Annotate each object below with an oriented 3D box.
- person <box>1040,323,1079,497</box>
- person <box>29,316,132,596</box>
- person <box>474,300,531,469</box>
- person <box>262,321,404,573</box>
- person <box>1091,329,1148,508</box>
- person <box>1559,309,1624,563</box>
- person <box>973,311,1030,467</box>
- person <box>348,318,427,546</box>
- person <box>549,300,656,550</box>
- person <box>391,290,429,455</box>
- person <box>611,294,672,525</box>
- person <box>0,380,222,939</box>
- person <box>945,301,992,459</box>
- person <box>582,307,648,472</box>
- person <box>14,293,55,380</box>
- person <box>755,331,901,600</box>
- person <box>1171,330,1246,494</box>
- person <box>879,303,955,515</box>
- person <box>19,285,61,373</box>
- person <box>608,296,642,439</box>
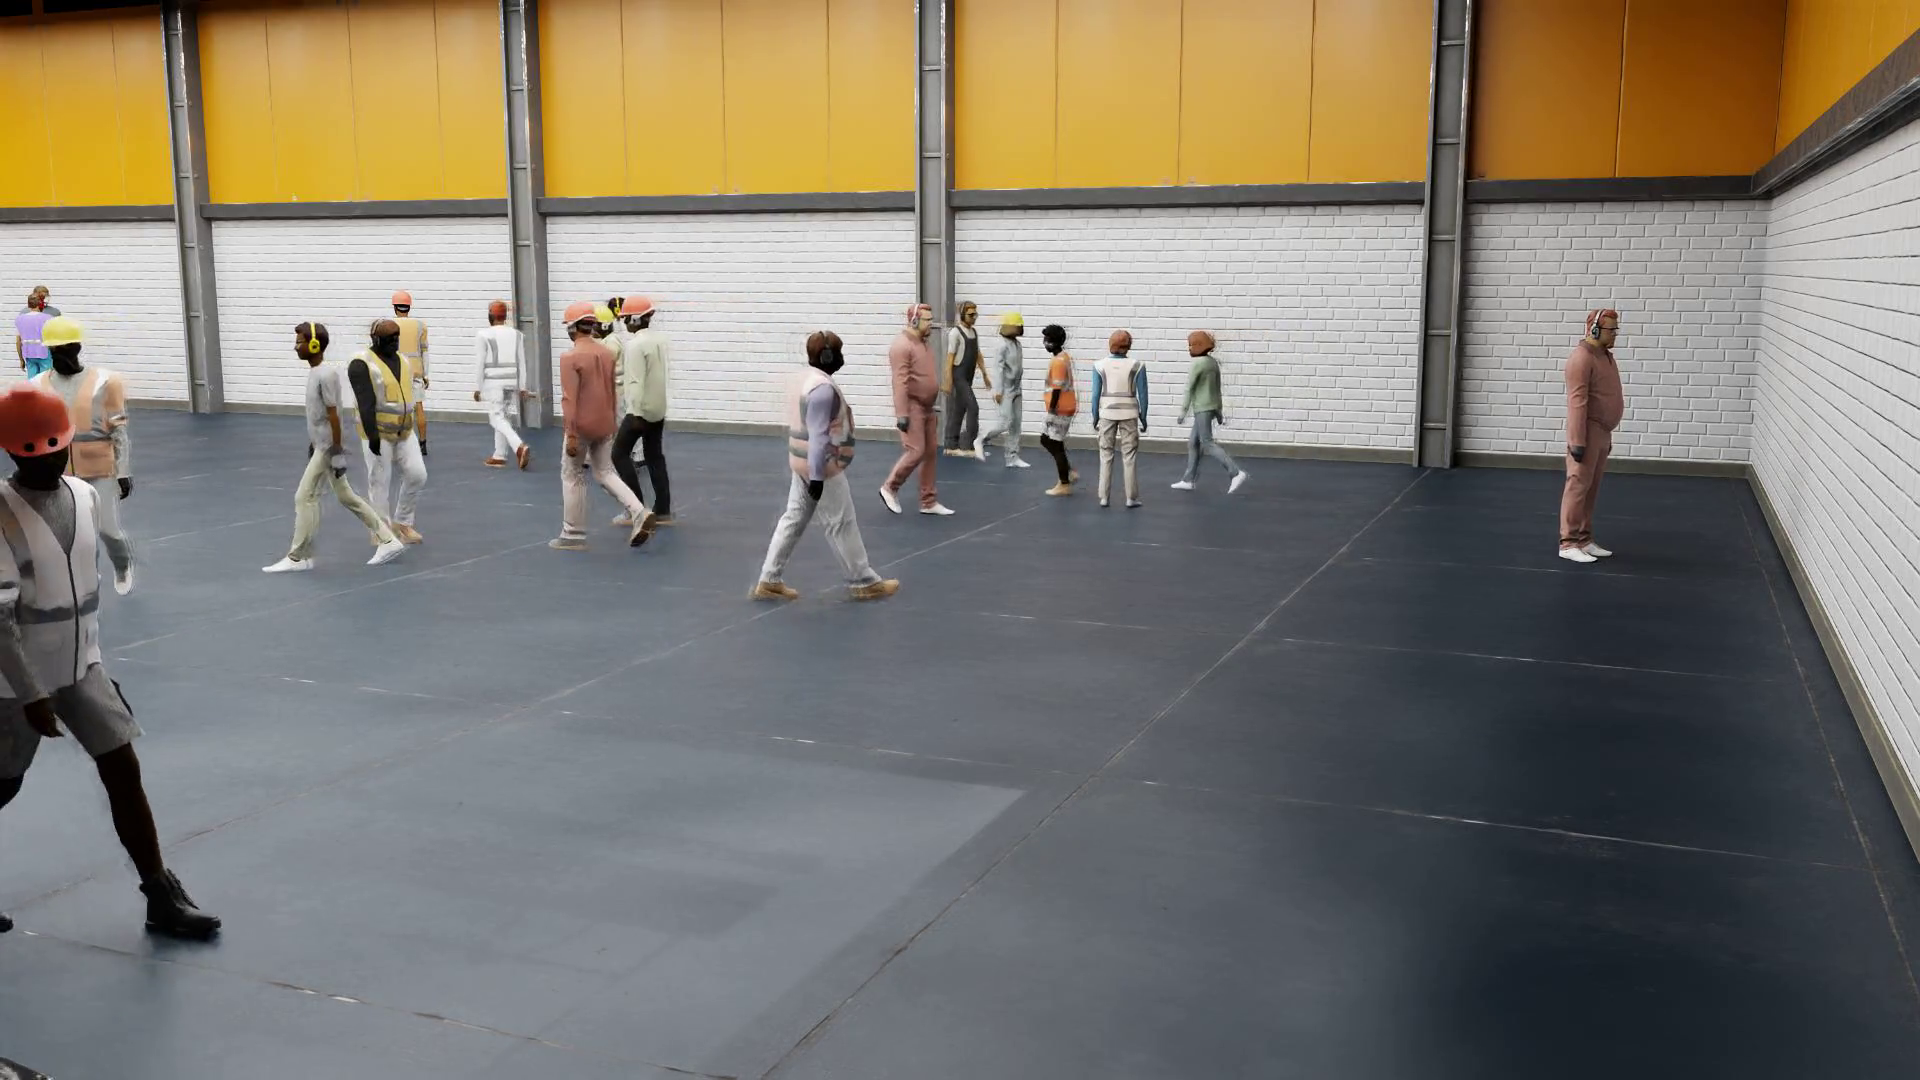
[{"bbox_3d":[0.934,-1.237,15.942,0.373,1.670,0.558,1,9,5],"label":"person"},{"bbox_3d":[-5.564,-0.470,10.578,0.587,1.912,0.687,-2,10,-10],"label":"person"},{"bbox_3d":[-4.954,-1.680,18.108,0.847,1.859,0.575,7,12,37],"label":"person"},{"bbox_3d":[-4.606,-0.689,12.186,0.963,1.828,0.525,-4,10,-23],"label":"person"},{"bbox_3d":[1.464,-1.106,15.264,0.522,1.636,0.309,3,10,15],"label":"person"},{"bbox_3d":[4.774,-0.784,12.533,0.402,1.902,0.644,7,12,36],"label":"person"},{"bbox_3d":[0.486,-1.660,18.340,0.556,1.731,0.489,5,11,30],"label":"person"},{"bbox_3d":[-4.482,-0.832,13.086,0.484,1.816,0.620,5,11,29],"label":"person"},{"bbox_3d":[-2.807,-0.878,12.926,0.840,1.966,0.633,5,11,28],"label":"person"},{"bbox_3d":[-6.467,-1.937,19.391,0.552,1.937,0.356,-7,12,-36],"label":"person"},{"bbox_3d":[-2.749,-1.091,14.138,0.618,1.971,0.656,2,10,13],"label":"person"},{"bbox_3d":[-3.006,0.408,5.412,0.985,1.876,0.546,3,10,18],"label":"person"},{"bbox_3d":[0.145,-1.837,19.157,0.770,1.815,0.537,4,10,24],"label":"person"},{"bbox_3d":[-3.775,-1.608,17.869,0.930,1.786,0.595,-4,10,-22],"label":"person"},{"bbox_3d":[-12.774,-2.498,23.067,0.572,1.843,0.373,0,9,-1],"label":"person"},{"bbox_3d":[-0.922,-0.480,11.007,0.969,1.800,0.641,-3,10,-18],"label":"person"},{"bbox_3d":[2.454,-1.258,16.295,0.789,1.600,0.505,6,11,33],"label":"person"},{"bbox_3d":[-0.375,-1.142,14.708,0.572,1.893,0.690,4,10,24],"label":"person"},{"bbox_3d":[-13.241,-2.710,24.071,0.372,1.940,0.632,4,10,23],"label":"person"},{"bbox_3d":[-4.412,-2.168,21.104,0.868,1.841,0.528,-3,10,-19],"label":"person"}]
